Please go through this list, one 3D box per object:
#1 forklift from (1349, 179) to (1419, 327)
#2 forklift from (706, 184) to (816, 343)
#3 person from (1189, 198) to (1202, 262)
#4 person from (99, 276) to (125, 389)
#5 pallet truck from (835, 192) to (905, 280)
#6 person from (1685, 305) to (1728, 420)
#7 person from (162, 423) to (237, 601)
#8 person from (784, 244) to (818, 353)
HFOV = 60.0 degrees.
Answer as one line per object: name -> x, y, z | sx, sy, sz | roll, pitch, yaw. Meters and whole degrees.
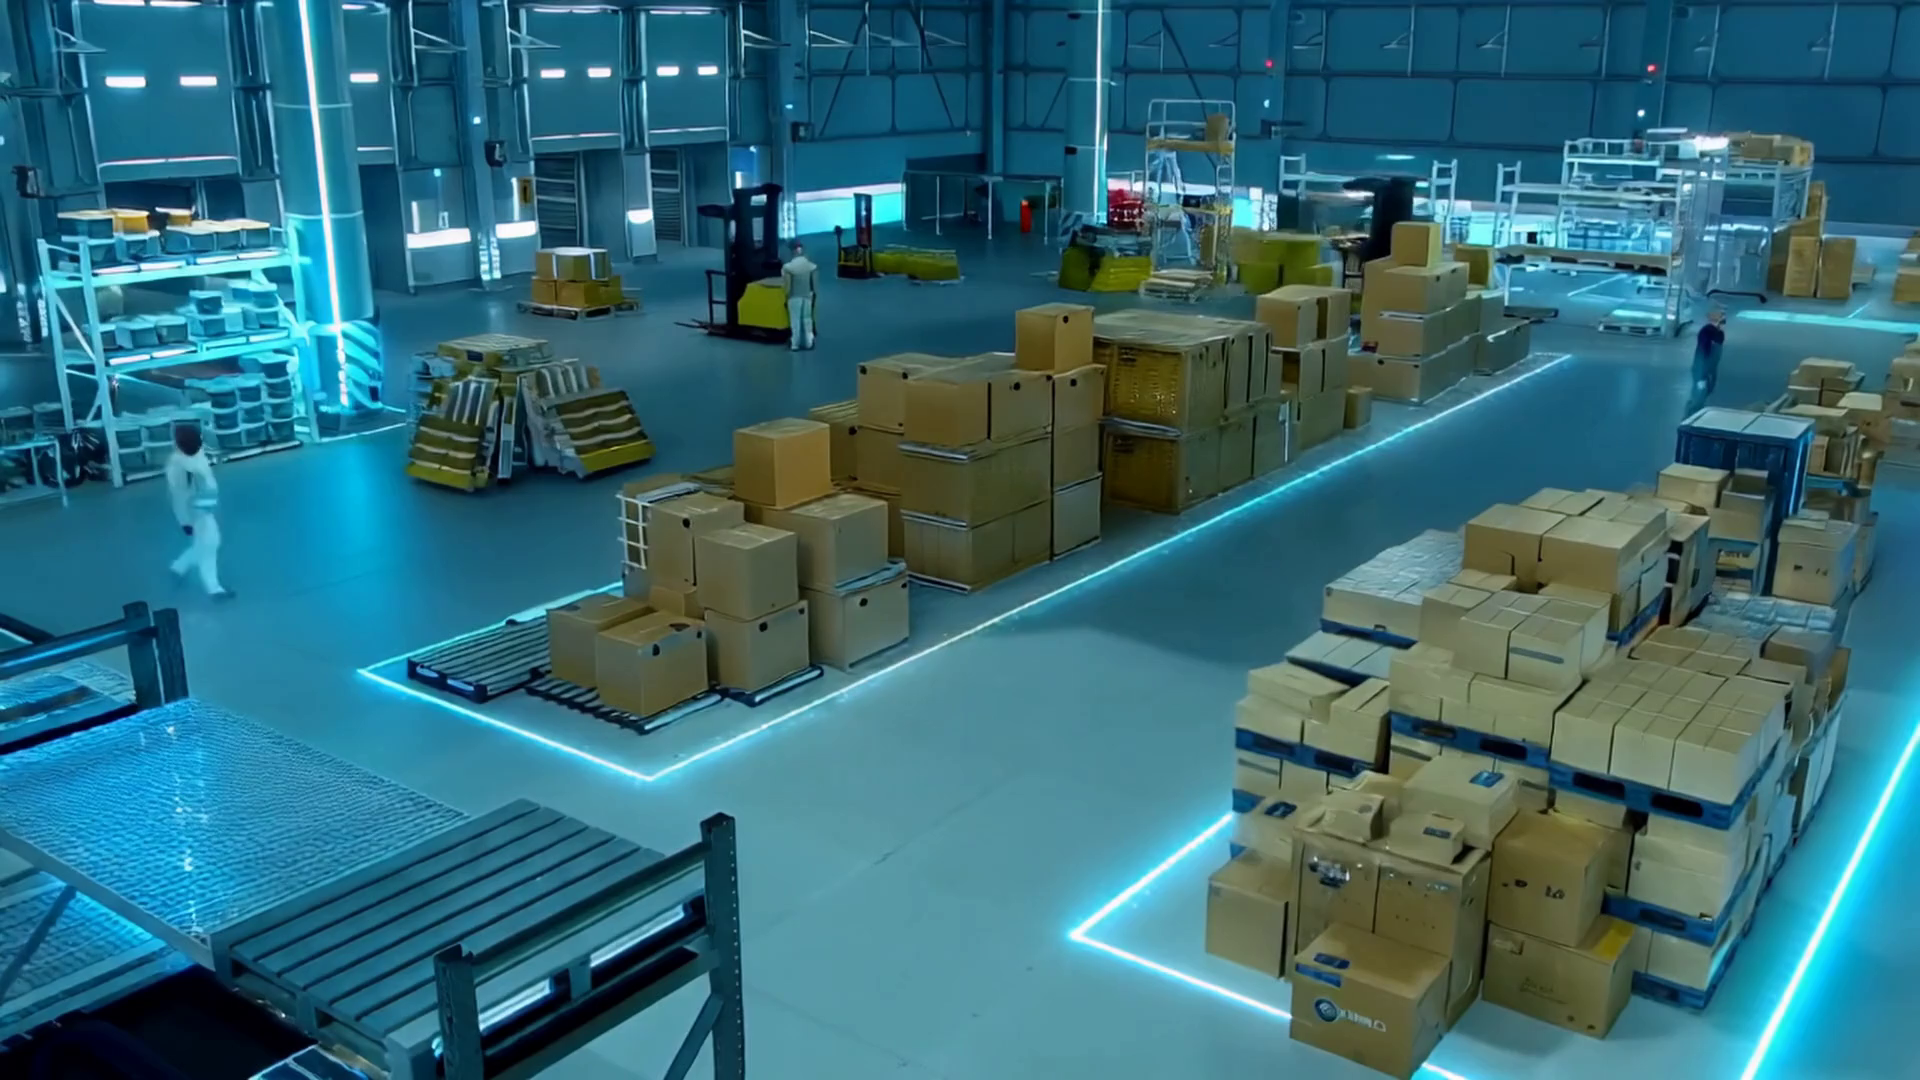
forklift -> 8.401, -5.486, 31.941 | 1.873, 2.768, 1.129 | 10, 19, 29
forklift -> -3.717, -5.181, 30.929 | 1.873, 2.768, 1.129 | 12, 21, 35
person -> 5.725, -7.459, 40.489 | 0.317, 1.696, 0.537 | -2, 17, -7
person -> -13.497, -3.415, 26.805 | 0.606, 1.865, 1.032 | 5, 17, 15
pallet truck -> -1.936, -7.159, 38.982 | 1.885, 1.965, 0.823 | -12, 21, -34
person -> 10.298, -2.278, 22.947 | 0.379, 1.930, 0.624 | 14, 22, 38
person -> -7.622, -0.272, 16.475 | 0.632, 1.820, 0.636 | -2, 17, -8
person -> -2.830, -4.307, 29.664 | 0.639, 1.926, 0.367 | -8, 18, -24
